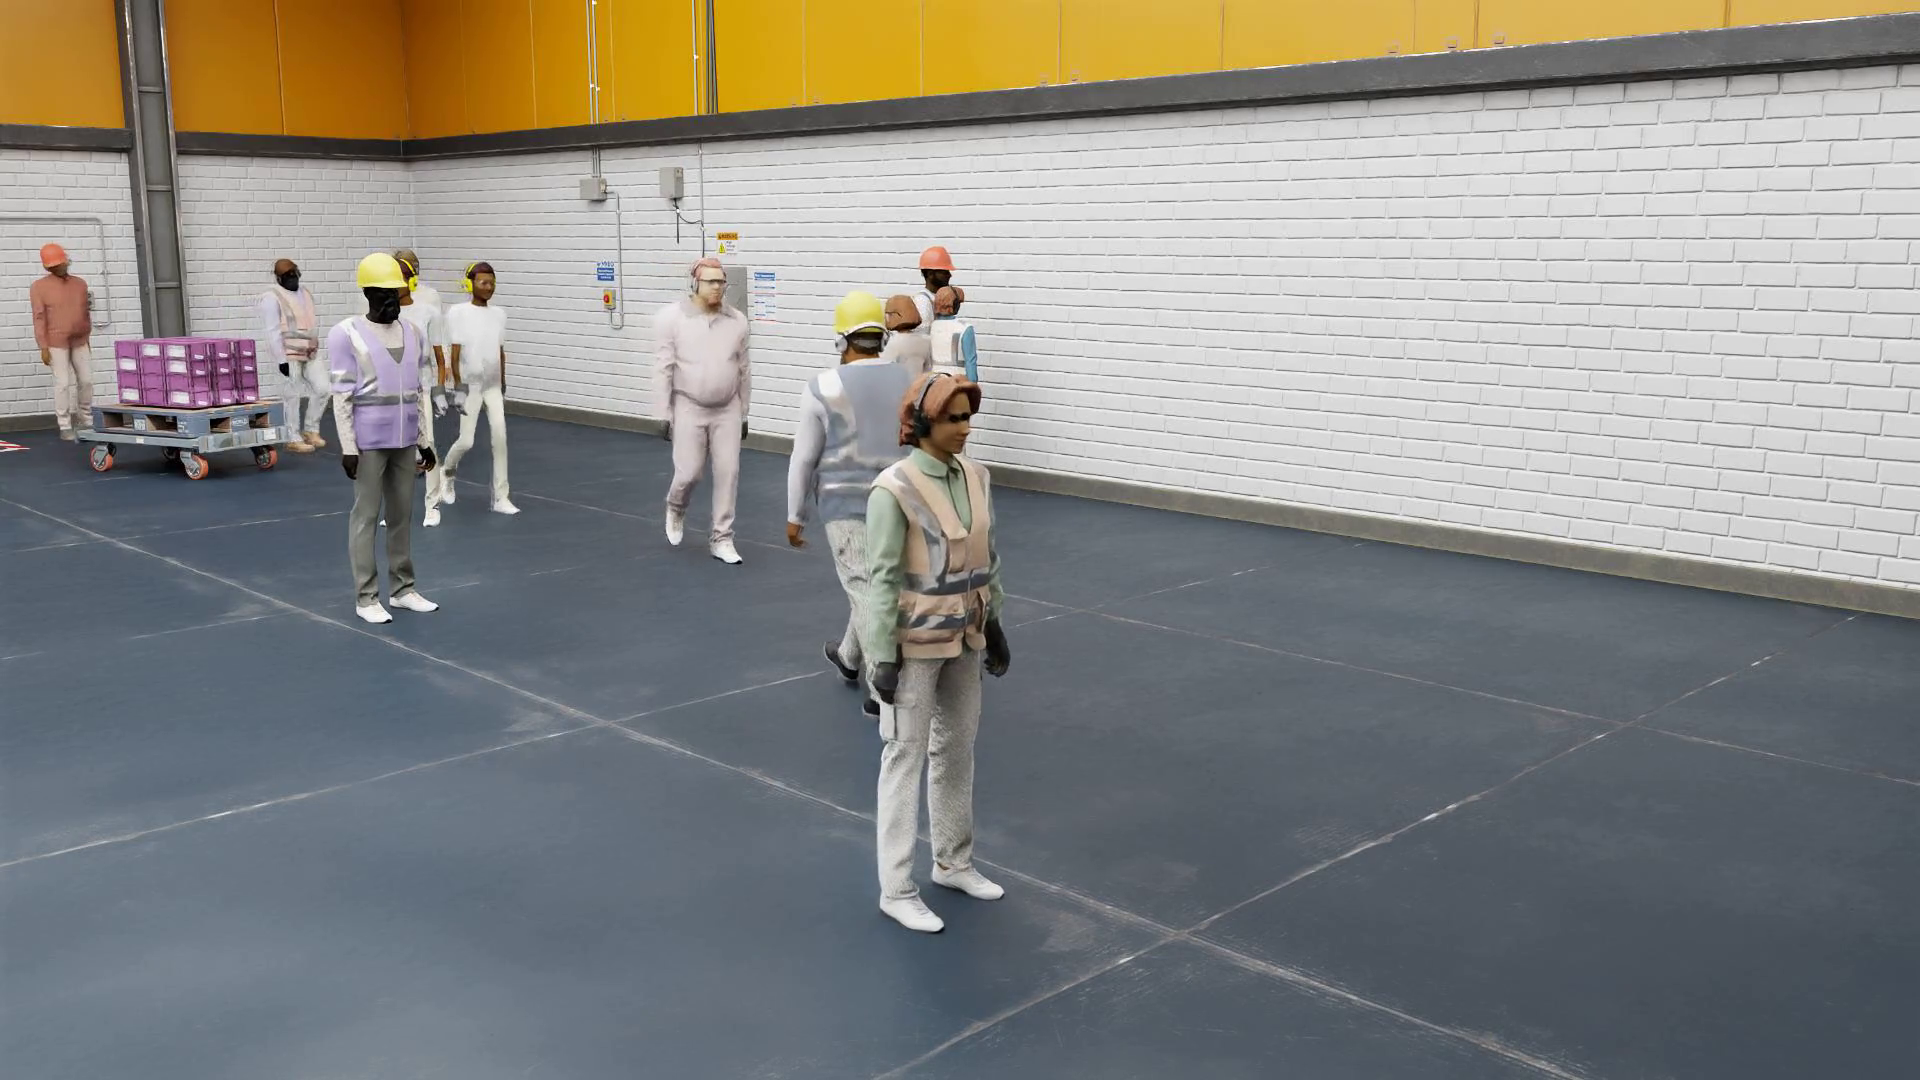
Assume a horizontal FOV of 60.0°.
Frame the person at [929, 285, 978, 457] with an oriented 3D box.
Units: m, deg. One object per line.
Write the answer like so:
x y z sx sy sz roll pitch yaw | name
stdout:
-0.087 -1.127 12.781 0.513 1.642 0.313 7 13 34 | person

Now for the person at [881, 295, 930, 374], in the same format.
-0.380 -0.846 11.284 0.385 1.620 0.527 7 12 33 | person

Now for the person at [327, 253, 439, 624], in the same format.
-3.026 -0.538 8.783 0.377 1.929 0.585 6 12 31 | person

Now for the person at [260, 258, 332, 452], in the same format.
-6.147 -1.695 15.418 0.496 1.812 0.638 4 11 19 | person

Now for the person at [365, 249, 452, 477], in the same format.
-4.596 -1.483 14.020 0.655 1.892 0.975 -9 14 -41 | person

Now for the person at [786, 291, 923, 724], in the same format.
-0.446 -0.157 7.091 0.621 1.779 0.915 -6 12 -29 | person

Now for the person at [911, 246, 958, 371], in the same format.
-0.202 -1.301 12.922 0.379 1.938 0.547 2 11 11 | person

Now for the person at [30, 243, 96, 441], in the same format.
-8.814 -1.943 16.393 0.508 1.945 0.662 6 12 28 | person

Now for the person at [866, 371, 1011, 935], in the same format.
-0.077 0.322 4.906 0.309 1.633 0.526 8 13 36 | person

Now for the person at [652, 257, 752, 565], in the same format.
-1.596 -0.810 10.356 0.645 1.887 0.632 -6 12 -28 | person

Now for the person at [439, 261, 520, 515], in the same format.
-3.564 -1.117 12.217 0.824 1.838 0.533 10 14 42 | person

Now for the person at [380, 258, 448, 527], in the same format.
-3.830 -1.015 11.559 0.533 1.864 0.310 0 10 1 | person
